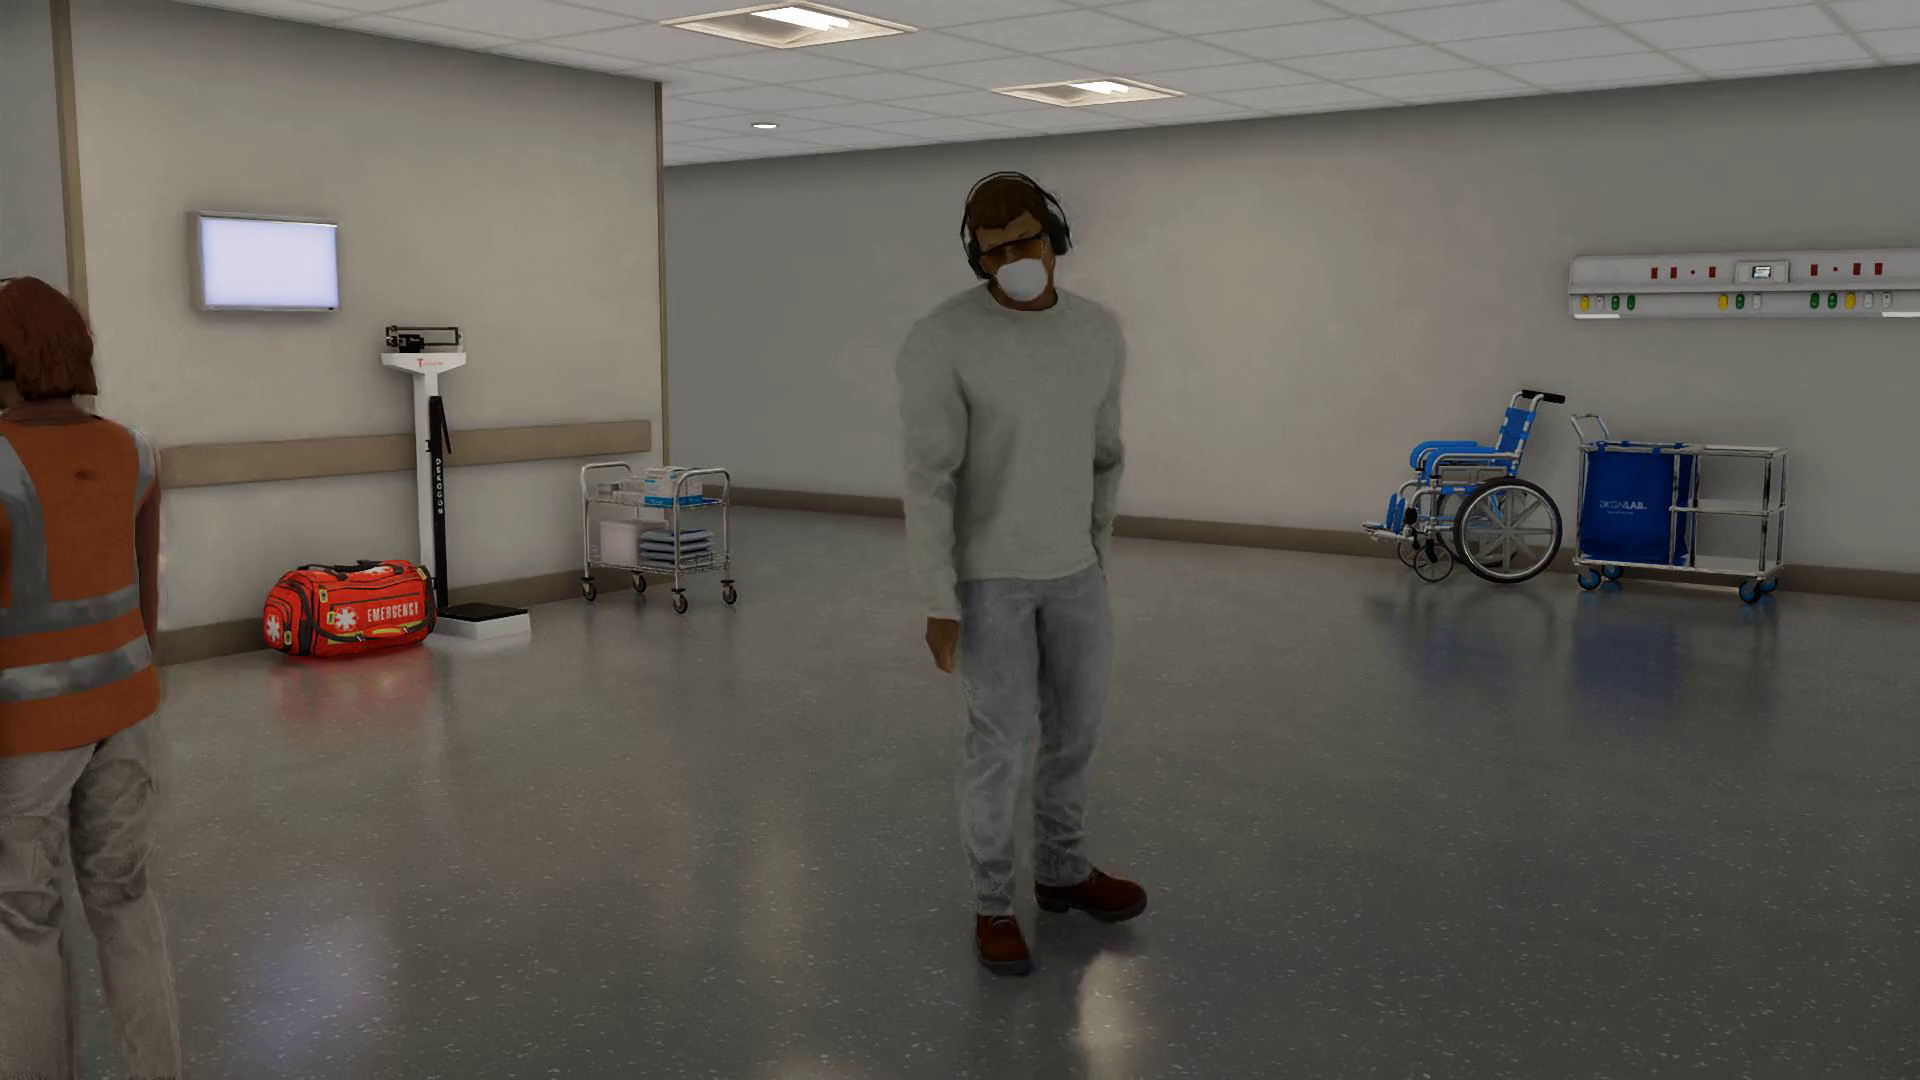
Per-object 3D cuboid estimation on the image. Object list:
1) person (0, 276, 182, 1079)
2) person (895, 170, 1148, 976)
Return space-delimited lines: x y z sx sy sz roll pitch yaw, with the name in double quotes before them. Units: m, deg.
"person" -1.659 0.343 3.042 0.450 1.632 0.539 2 7 16
"person" 0.146 0.095 3.985 0.712 1.894 0.485 -5 9 -35
